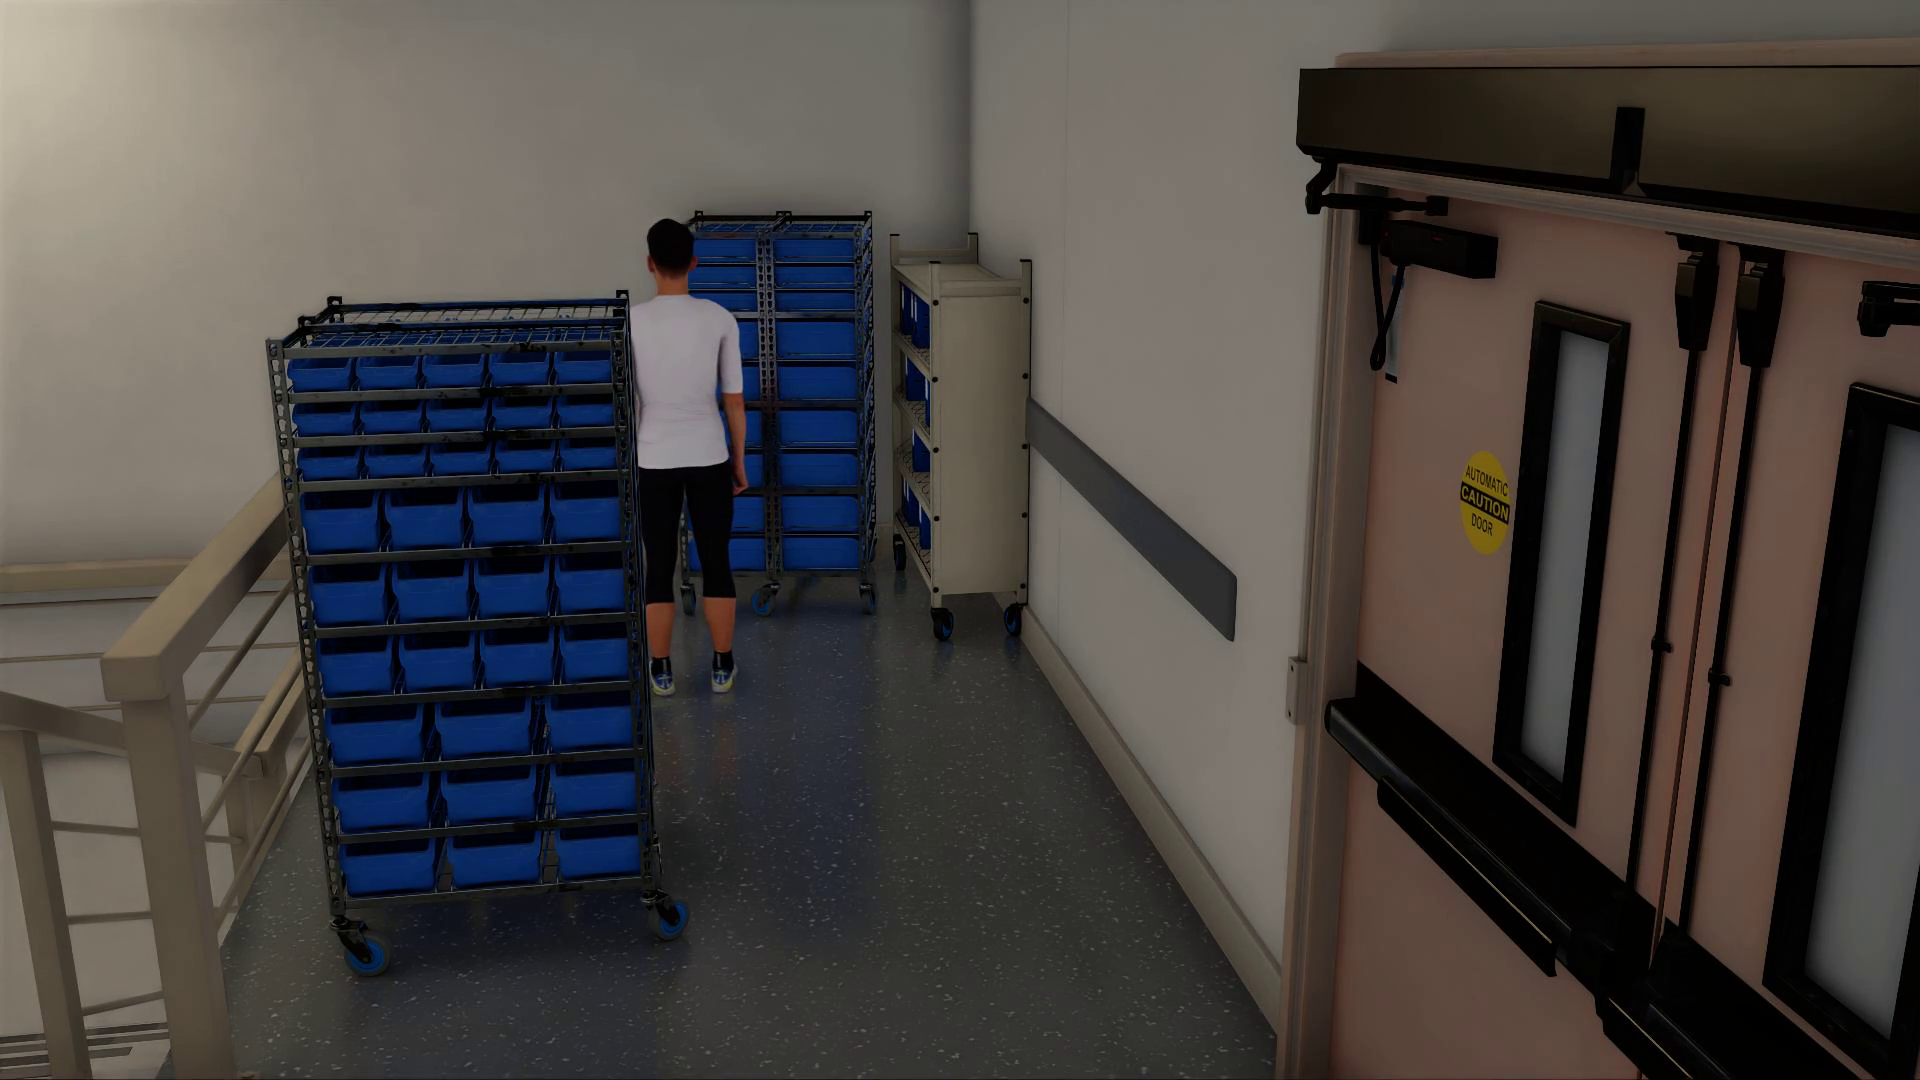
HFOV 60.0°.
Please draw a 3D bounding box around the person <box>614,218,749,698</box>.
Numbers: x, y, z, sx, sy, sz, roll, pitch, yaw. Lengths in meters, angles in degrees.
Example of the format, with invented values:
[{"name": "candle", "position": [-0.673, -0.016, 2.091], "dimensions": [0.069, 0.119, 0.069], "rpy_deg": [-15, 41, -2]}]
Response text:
[{"name": "person", "position": [-1.072, -0.306, 6.429], "dimensions": [0.654, 1.847, 0.545], "rpy_deg": [-3, 16, -11]}]
